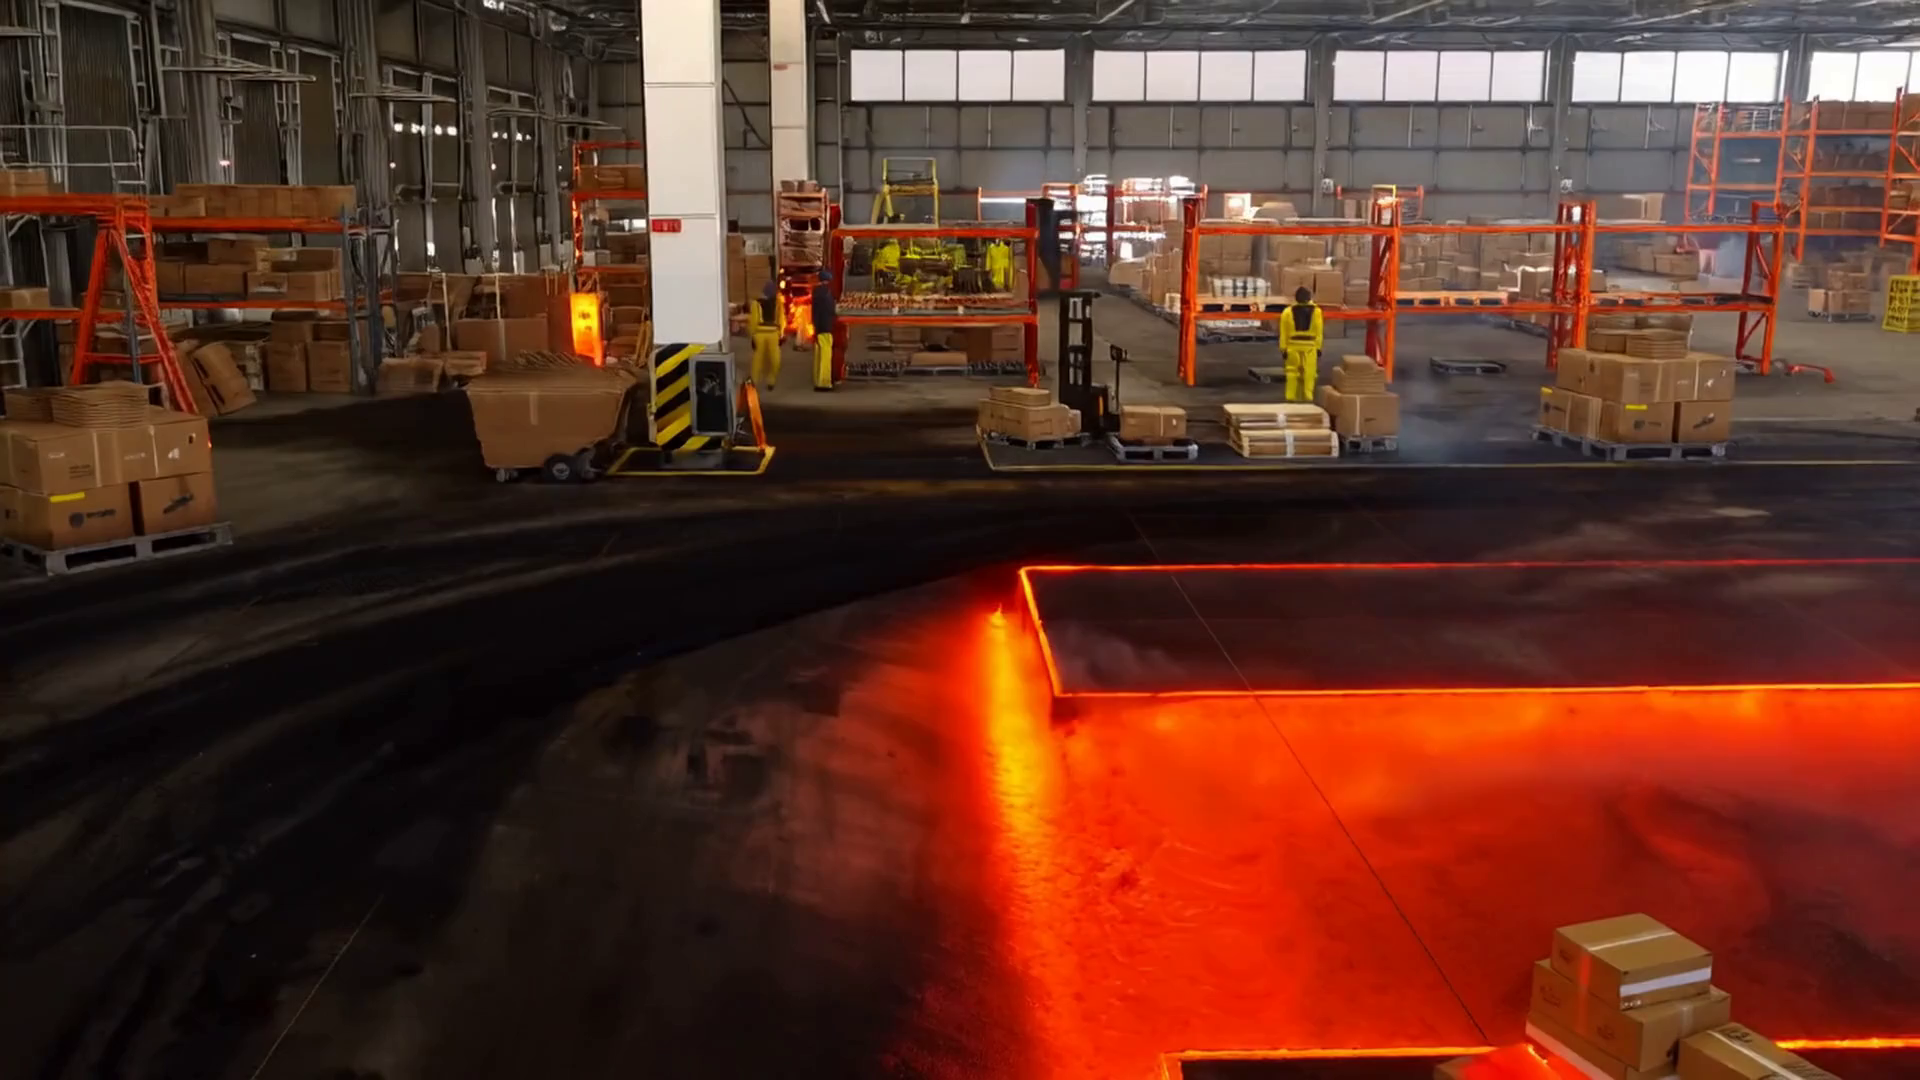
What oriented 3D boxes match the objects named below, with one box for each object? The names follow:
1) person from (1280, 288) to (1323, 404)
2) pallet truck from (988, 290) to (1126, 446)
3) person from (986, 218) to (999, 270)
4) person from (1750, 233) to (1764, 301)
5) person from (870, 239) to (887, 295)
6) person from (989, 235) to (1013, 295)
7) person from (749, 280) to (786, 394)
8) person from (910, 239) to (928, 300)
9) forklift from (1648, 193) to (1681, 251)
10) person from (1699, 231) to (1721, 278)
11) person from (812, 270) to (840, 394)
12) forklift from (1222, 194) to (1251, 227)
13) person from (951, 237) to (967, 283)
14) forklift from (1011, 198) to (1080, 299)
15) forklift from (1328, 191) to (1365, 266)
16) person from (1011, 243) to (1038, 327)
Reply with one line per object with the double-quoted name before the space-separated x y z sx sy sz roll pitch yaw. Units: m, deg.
"person" 5.127 -2.867 25.029 0.620 1.845 0.430 1 13 6
"pallet truck" 1.257 -2.299 22.111 1.885 1.965 0.823 -9 15 -35
"person" 1.274 -10.722 60.365 0.755 1.905 0.491 12 17 43
"person" 21.719 -7.404 45.353 0.398 1.915 0.589 8 15 33
"person" -2.363 -7.909 48.256 0.520 1.639 0.312 2 13 7
"person" 1.116 -7.490 45.825 0.647 1.895 1.042 -3 13 -14
"person" -3.139 -3.261 26.815 0.597 1.841 0.631 -10 16 -39
"person" -1.125 -7.098 44.272 0.517 1.793 0.912 -11 16 -40
"forklift" 23.997 -10.607 57.611 1.873 2.768 1.129 4 13 18
"person" 25.477 -9.866 56.391 0.651 1.933 0.977 -4 13 -17
"person" -2.204 -3.377 26.977 0.373 1.997 0.618 -6 14 -26
"forklift" 9.167 -10.128 55.448 1.129 2.768 1.873 -6 14 -27
"person" -0.023 -7.680 46.985 0.487 1.744 0.296 -6 14 -27
"forklift" 2.407 -8.199 46.741 1.873 2.768 1.129 0 12 -2
"forklift" 14.597 -11.653 62.336 1.129 2.768 1.873 0 12 -2
"person" 1.476 -5.881 38.418 0.630 1.940 0.372 4 13 15
